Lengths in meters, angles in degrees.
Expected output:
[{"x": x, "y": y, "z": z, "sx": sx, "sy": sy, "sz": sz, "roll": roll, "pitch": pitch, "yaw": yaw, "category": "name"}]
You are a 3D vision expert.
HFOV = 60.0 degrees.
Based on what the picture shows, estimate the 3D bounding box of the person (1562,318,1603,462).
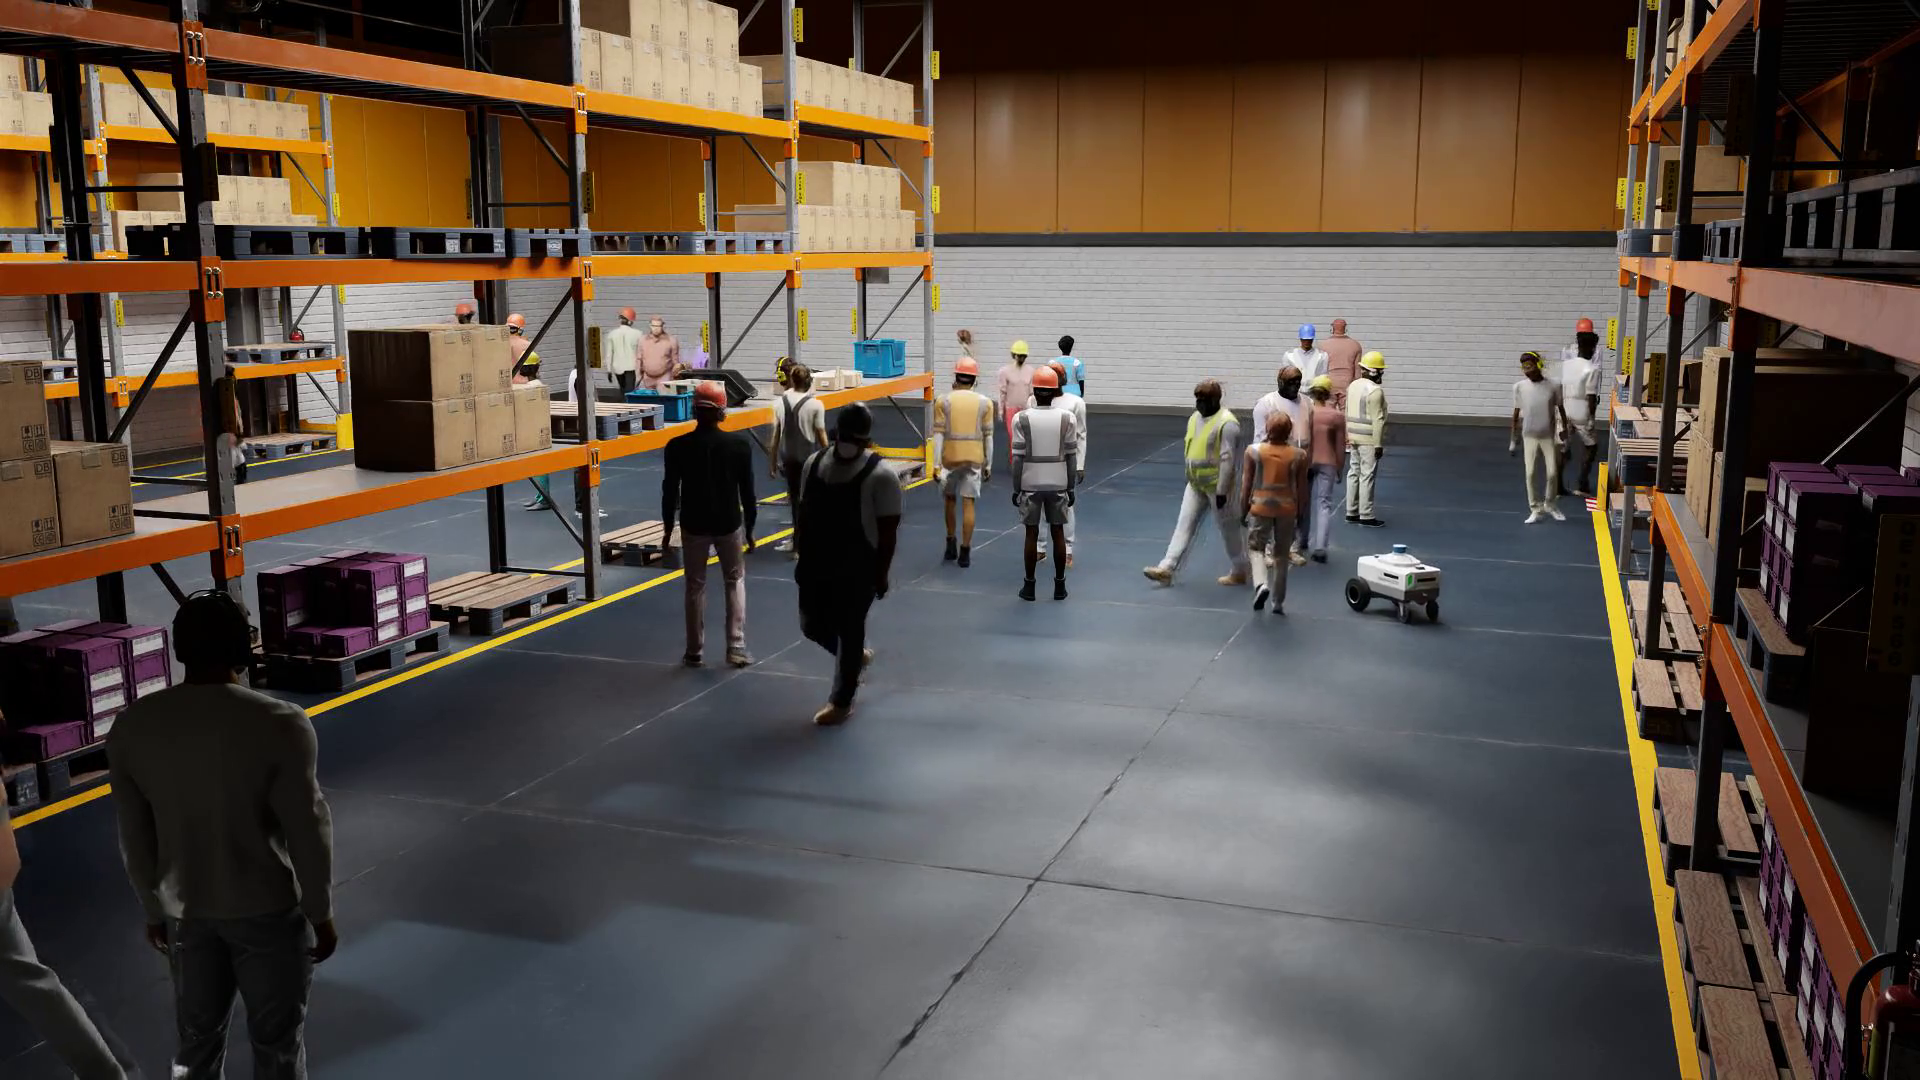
[{"x": 8.398, "y": -2.024, "z": 22.496, "sx": 0.547, "sy": 1.942, "sz": 0.345, "roll": 6, "pitch": 12, "yaw": 32, "category": "person"}]

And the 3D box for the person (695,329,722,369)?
[{"x": -3.386, "y": -2.080, "z": 23.212, "sx": 0.881, "sy": 1.801, "sz": 0.565, "roll": -5, "pitch": 11, "yaw": -24, "category": "person"}]

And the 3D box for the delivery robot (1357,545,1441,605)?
[{"x": 3.471, "y": 0.280, "z": 13.160, "sx": 0.477, "sy": 0.478, "sz": 0.707, "roll": -4, "pitch": 11, "yaw": -23, "category": "delivery robot"}]

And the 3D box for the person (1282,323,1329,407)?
[{"x": 4.371, "y": -1.783, "z": 21.149, "sx": 0.611, "sy": 1.938, "sz": 0.411, "roll": 2, "pitch": 10, "yaw": 10, "category": "person"}]

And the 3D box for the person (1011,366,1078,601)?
[{"x": 0.688, "y": -0.461, "z": 13.704, "sx": 0.547, "sy": 1.938, "sz": 0.359, "roll": -1, "pitch": 10, "yaw": -4, "category": "person"}]

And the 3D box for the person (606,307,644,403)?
[{"x": -5.350, "y": -2.741, "z": 26.574, "sx": 0.601, "sy": 1.945, "sz": 1.038, "roll": 1, "pitch": 10, "yaw": 6, "category": "person"}]

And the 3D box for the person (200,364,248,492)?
[{"x": -7.893, "y": -1.046, "z": 17.756, "sx": 0.808, "sy": 1.668, "sz": 0.534, "roll": -7, "pitch": 12, "yaw": -35, "category": "person"}]

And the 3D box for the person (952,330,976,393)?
[{"x": 0.057, "y": -2.502, "z": 26.156, "sx": 0.856, "sy": 1.586, "sz": 0.536, "roll": 3, "pitch": 10, "yaw": 14, "category": "person"}]

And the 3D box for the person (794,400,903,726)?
[{"x": -0.690, "y": 0.109, "z": 10.207, "sx": 0.696, "sy": 2.000, "sz": 0.660, "roll": 6, "pitch": 12, "yaw": 32, "category": "person"}]

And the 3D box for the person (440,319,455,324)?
[{"x": -7.386, "y": -2.312, "z": 24.384, "sx": 0.649, "sy": 1.854, "sz": 0.974, "roll": 8, "pitch": 13, "yaw": 37, "category": "person"}]

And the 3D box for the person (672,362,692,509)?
[{"x": -3.039, "y": -1.128, "z": 18.306, "sx": 0.307, "sy": 1.639, "sz": 0.513, "roll": -5, "pitch": 11, "yaw": -28, "category": "person"}]

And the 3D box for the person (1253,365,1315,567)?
[{"x": 2.972, "y": -0.673, "z": 15.178, "sx": 0.634, "sy": 1.839, "sz": 0.429, "roll": -4, "pitch": 11, "yaw": -21, "category": "person"}]

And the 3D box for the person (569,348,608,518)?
[{"x": -4.035, "y": -1.188, "z": 17.866, "sx": 0.392, "sy": 1.916, "sz": 0.591, "roll": -3, "pitch": 11, "yaw": -17, "category": "person"}]

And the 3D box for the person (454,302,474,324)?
[{"x": -7.740, "y": -2.725, "z": 26.200, "sx": 0.417, "sy": 2.042, "sz": 0.616, "roll": 4, "pitch": 11, "yaw": 20, "category": "person"}]

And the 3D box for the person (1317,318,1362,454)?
[{"x": 5.294, "y": -2.157, "z": 23.352, "sx": 0.652, "sy": 1.904, "sz": 0.402, "roll": 0, "pitch": 10, "yaw": -2, "category": "person"}]

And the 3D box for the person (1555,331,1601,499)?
[{"x": 7.128, "y": -1.433, "z": 19.165, "sx": 0.623, "sy": 1.934, "sz": 0.633, "roll": -6, "pitch": 12, "yaw": -31, "category": "person"}]

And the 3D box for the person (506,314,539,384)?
[{"x": -6.013, "y": -2.078, "z": 22.652, "sx": 0.612, "sy": 1.995, "sz": 0.376, "roll": 2, "pitch": 10, "yaw": 10, "category": "person"}]

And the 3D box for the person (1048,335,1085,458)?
[{"x": 1.450, "y": -1.940, "z": 22.713, "sx": 0.531, "sy": 1.698, "sz": 0.320, "roll": 2, "pitch": 10, "yaw": 13, "category": "person"}]

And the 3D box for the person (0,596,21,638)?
[{"x": -6.169, "y": 0.256, "z": 10.306, "sx": 0.492, "sy": 1.718, "sz": 0.814, "roll": 5, "pitch": 11, "yaw": 28, "category": "person"}]

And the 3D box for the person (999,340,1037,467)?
[{"x": 0.714, "y": -1.682, "z": 21.149, "sx": 0.524, "sy": 1.739, "sz": 0.677, "roll": -3, "pitch": 11, "yaw": -19, "category": "person"}]

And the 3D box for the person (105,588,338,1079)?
[{"x": -2.156, "y": 1.095, "z": 4.944, "sx": 0.631, "sy": 1.940, "sz": 0.372, "roll": 1, "pitch": 10, "yaw": 4, "category": "person"}]

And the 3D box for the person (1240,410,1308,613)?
[{"x": 2.486, "y": -0.208, "z": 13.161, "sx": 0.531, "sy": 1.623, "sz": 0.423, "roll": 1, "pitch": 10, "yaw": 6, "category": "person"}]

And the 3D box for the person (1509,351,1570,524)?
[{"x": 6.109, "y": -1.080, "z": 17.509, "sx": 0.588, "sy": 1.827, "sz": 0.636, "roll": 4, "pitch": 11, "yaw": 23, "category": "person"}]

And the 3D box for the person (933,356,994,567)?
[{"x": 0.030, "y": -0.731, "z": 15.324, "sx": 0.562, "sy": 1.897, "sz": 0.751, "roll": -1, "pitch": 10, "yaw": -3, "category": "person"}]

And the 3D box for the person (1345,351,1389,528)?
[{"x": 4.240, "y": -1.046, "z": 17.305, "sx": 0.403, "sy": 1.827, "sz": 0.599, "roll": -3, "pitch": 10, "yaw": -16, "category": "person"}]

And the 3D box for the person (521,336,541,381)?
[{"x": -6.228, "y": -2.096, "z": 23.767, "sx": 0.509, "sy": 1.632, "sz": 0.268, "roll": 2, "pitch": 10, "yaw": 9, "category": "person"}]

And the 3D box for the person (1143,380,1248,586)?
[{"x": 2.081, "y": -0.466, "z": 14.170, "sx": 0.966, "sy": 1.779, "sz": 0.648, "roll": -5, "pitch": 11, "yaw": -28, "category": "person"}]

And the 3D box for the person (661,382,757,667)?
[{"x": -1.735, "y": -0.090, "z": 11.522, "sx": 0.667, "sy": 1.981, "sz": 0.465, "roll": -2, "pitch": 10, "yaw": -9, "category": "person"}]

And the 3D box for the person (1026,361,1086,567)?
[{"x": 0.856, "y": -0.690, "z": 15.145, "sx": 0.584, "sy": 1.883, "sz": 0.337, "roll": 4, "pitch": 11, "yaw": 20, "category": "person"}]

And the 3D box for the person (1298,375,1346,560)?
[{"x": 3.360, "y": -0.686, "z": 15.648, "sx": 0.531, "sy": 1.701, "sz": 0.980, "roll": 1, "pitch": 10, "yaw": 7, "category": "person"}]

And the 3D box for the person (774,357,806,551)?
[{"x": -1.622, "y": -0.814, "z": 15.908, "sx": 0.335, "sy": 1.864, "sz": 0.521, "roll": 2, "pitch": 10, "yaw": 11, "category": "person"}]

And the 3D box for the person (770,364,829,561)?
[{"x": -1.445, "y": -0.748, "z": 15.672, "sx": 0.550, "sy": 1.815, "sz": 0.821, "roll": 4, "pitch": 11, "yaw": 21, "category": "person"}]

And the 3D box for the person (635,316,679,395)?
[{"x": -4.558, "y": -2.453, "z": 25.124, "sx": 0.640, "sy": 1.870, "sz": 0.920, "roll": 1, "pitch": 10, "yaw": 7, "category": "person"}]

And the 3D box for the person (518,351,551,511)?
[{"x": -4.725, "y": -1.205, "z": 18.382, "sx": 0.316, "sy": 1.767, "sz": 0.535, "roll": -3, "pitch": 11, "yaw": -18, "category": "person"}]

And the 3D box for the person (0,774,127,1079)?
[{"x": -3.234, "y": 1.070, "z": 5.300, "sx": 1.015, "sy": 1.860, "sz": 0.593, "roll": -7, "pitch": 12, "yaw": -34, "category": "person"}]
